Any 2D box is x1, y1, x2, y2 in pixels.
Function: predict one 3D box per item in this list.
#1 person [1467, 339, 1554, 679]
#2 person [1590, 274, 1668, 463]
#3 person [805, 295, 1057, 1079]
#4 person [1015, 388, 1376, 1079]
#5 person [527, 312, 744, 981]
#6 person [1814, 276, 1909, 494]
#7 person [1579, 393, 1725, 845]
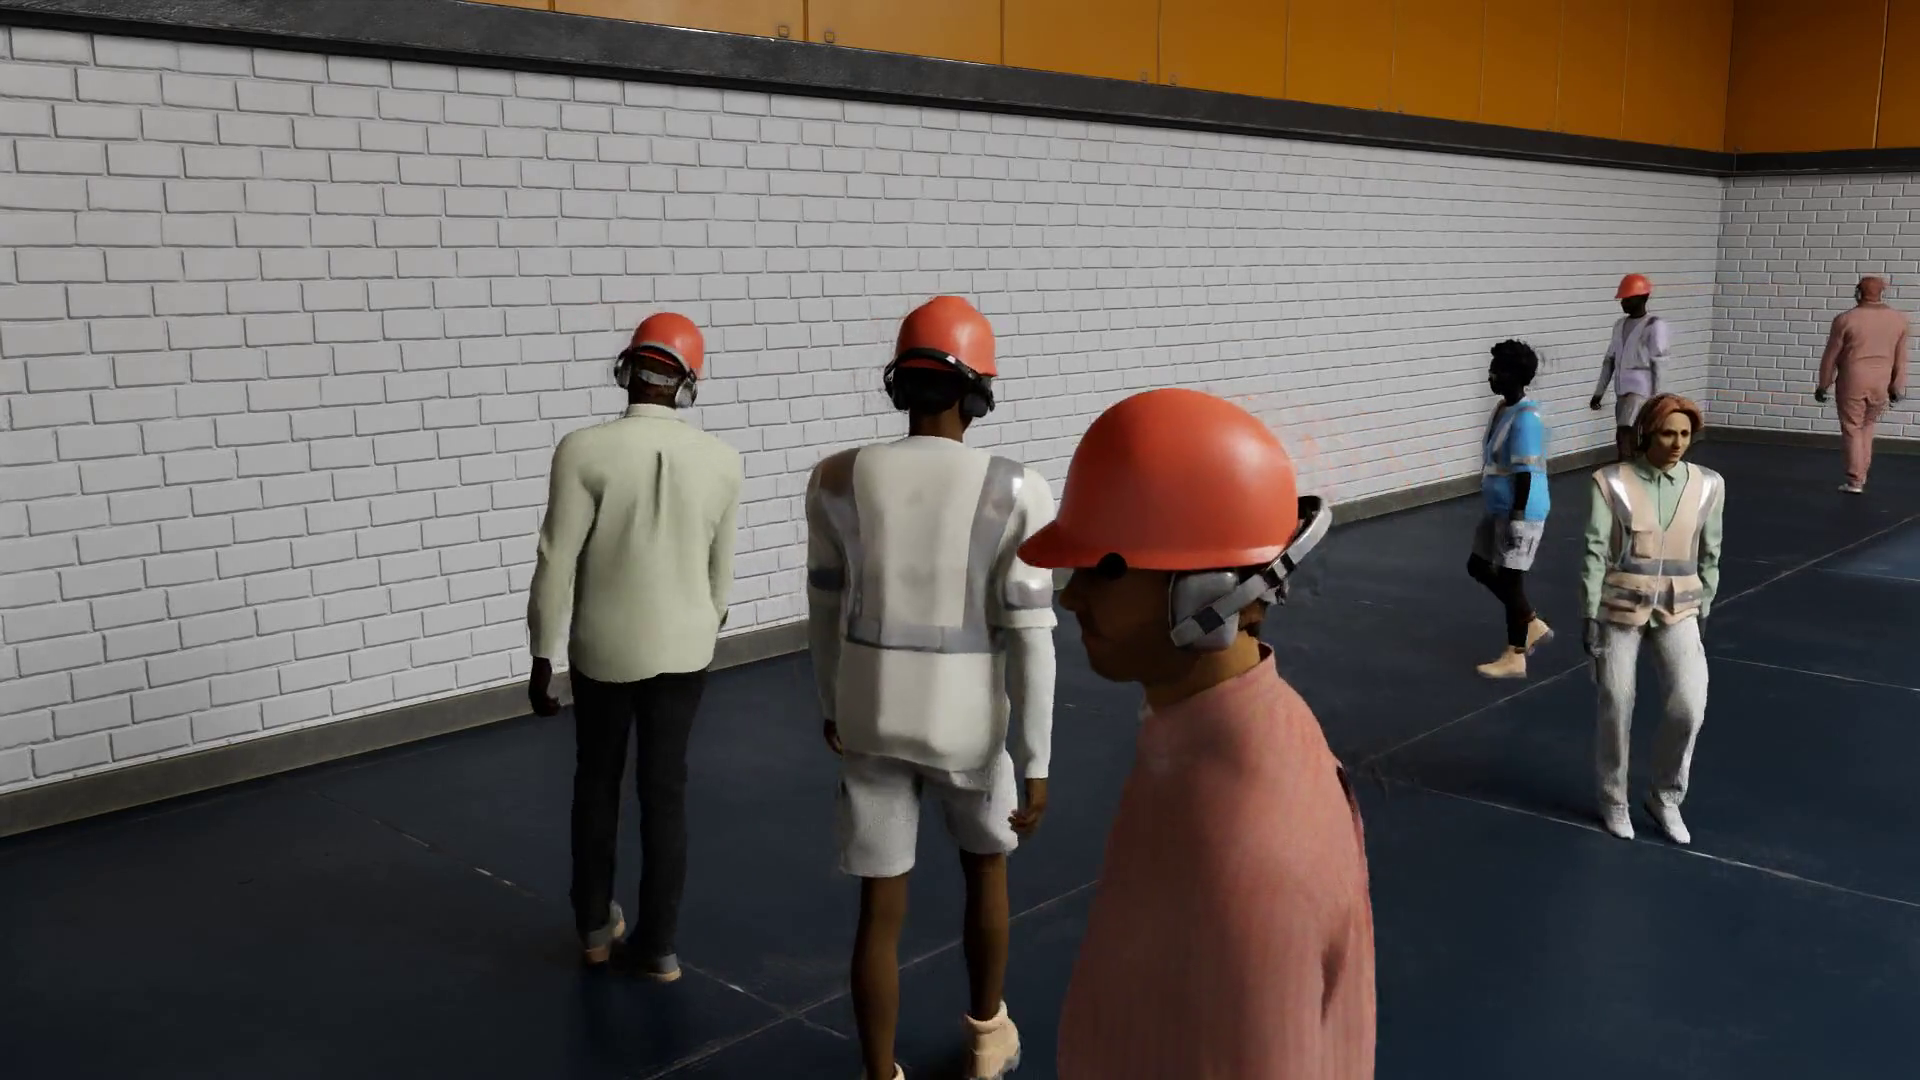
[{"bbox_3d":[2.723,-0.147,8.205,0.380,1.683,0.543,1,10,4],"label":"person"},{"bbox_3d":[5.408,-1.210,13.636,0.714,1.914,0.558,-3,10,-15],"label":"person"},{"bbox_3d":[-0.064,0.428,4.035,0.636,2.011,0.811,2,10,11],"label":"person"},{"bbox_3d":[0.336,0.808,1.948,0.591,1.977,0.641,1,10,6],"label":"person"},{"bbox_3d":[-0.959,0.318,4.903,0.690,1.946,0.582,-5,11,-27],"label":"person"},{"bbox_3d":[7.840,-1.359,14.583,0.648,1.885,0.726,0,10,-2],"label":"person"},{"bbox_3d":[2.443,0.292,5.911,0.515,1.622,0.450,1,10,6],"label":"person"}]
